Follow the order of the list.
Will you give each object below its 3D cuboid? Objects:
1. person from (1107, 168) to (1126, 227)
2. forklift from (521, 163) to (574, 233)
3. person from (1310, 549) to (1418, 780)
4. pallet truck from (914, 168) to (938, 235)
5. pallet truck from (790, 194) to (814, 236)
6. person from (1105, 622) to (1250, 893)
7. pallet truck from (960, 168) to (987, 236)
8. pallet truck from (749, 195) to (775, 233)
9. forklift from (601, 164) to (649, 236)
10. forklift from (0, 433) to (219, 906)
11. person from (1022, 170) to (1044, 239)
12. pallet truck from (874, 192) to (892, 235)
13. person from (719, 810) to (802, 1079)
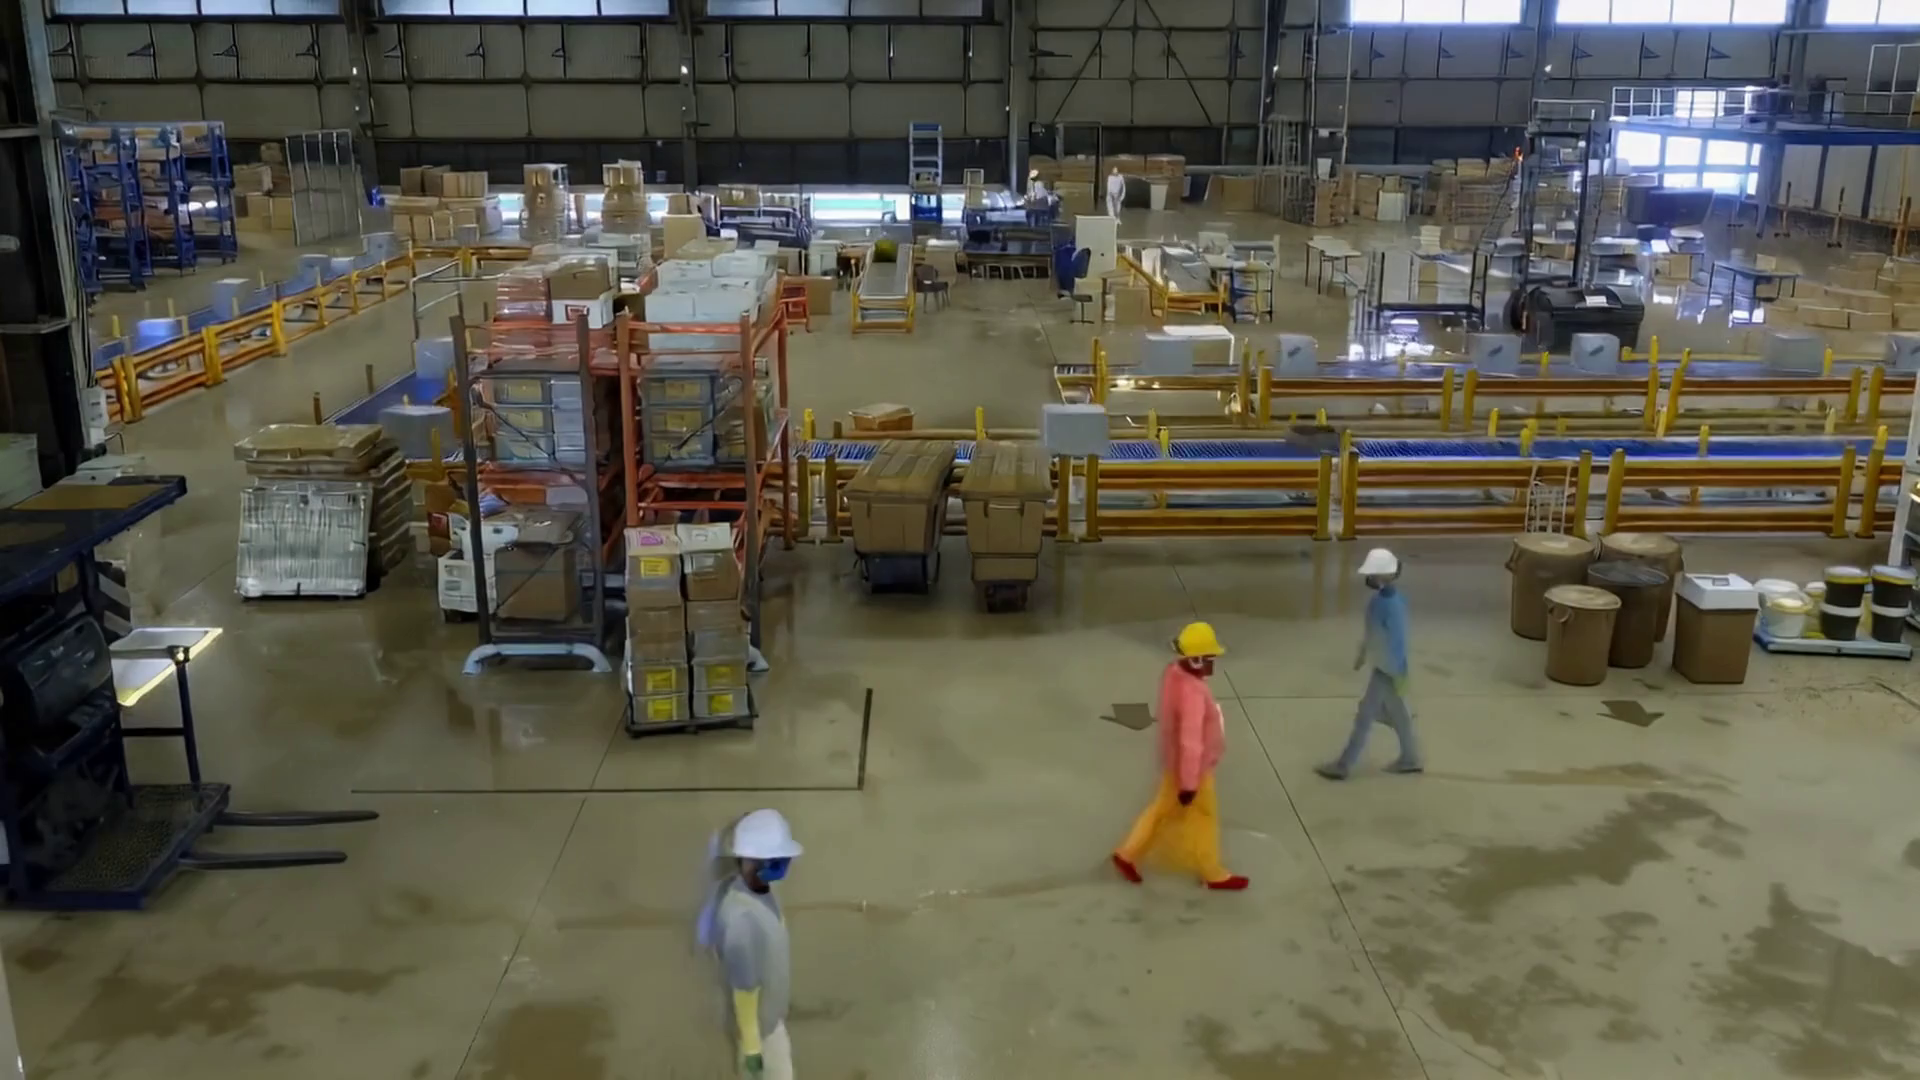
[{"bbox_3d":[4.919,-10.730,52.187,0.656,1.867,0.969,9,19,30],"label":"person"},{"bbox_3d":[-12.233,-10.122,49.298,1.157,1.987,2.680,0,16,-1],"label":"forklift"},{"bbox_3d":[2.964,0.905,11.987,0.879,1.721,0.545,0,16,1],"label":"person"},{"bbox_3d":[-0.989,-10.316,50.507,0.823,1.965,1.885,1,16,3],"label":"pallet truck"},{"bbox_3d":[-4.814,-9.883,50.259,0.704,1.261,1.522,-1,16,-3],"label":"pallet truck"},{"bbox_3d":[1.366,1.354,10.291,0.868,1.804,0.584,-3,16,-10],"label":"person"},{"bbox_3d":[0.383,-10.230,50.206,0.823,1.965,1.885,-1,16,-3],"label":"pallet truck"},{"bbox_3d":[-6.051,-9.967,50.660,0.680,1.201,1.601,0,16,-1],"label":"pallet truck"},{"bbox_3d":[-9.948,-10.127,49.296,1.157,1.987,2.680,-1,16,-3],"label":"forklift"},{"bbox_3d":[-5.952,0.780,10.366,1.873,2.768,1.129,0,16,-1],"label":"forklift"},{"bbox_3d":[2.135,-9.892,49.022,0.608,1.992,1.052,14,21,40],"label":"person"},{"bbox_3d":[-2.277,-9.986,50.594,0.653,1.274,1.630,0,16,-1],"label":"pallet truck"},{"bbox_3d":[-0.923,2.104,7.464,0.470,1.923,0.552,1,16,2],"label":"person"}]
